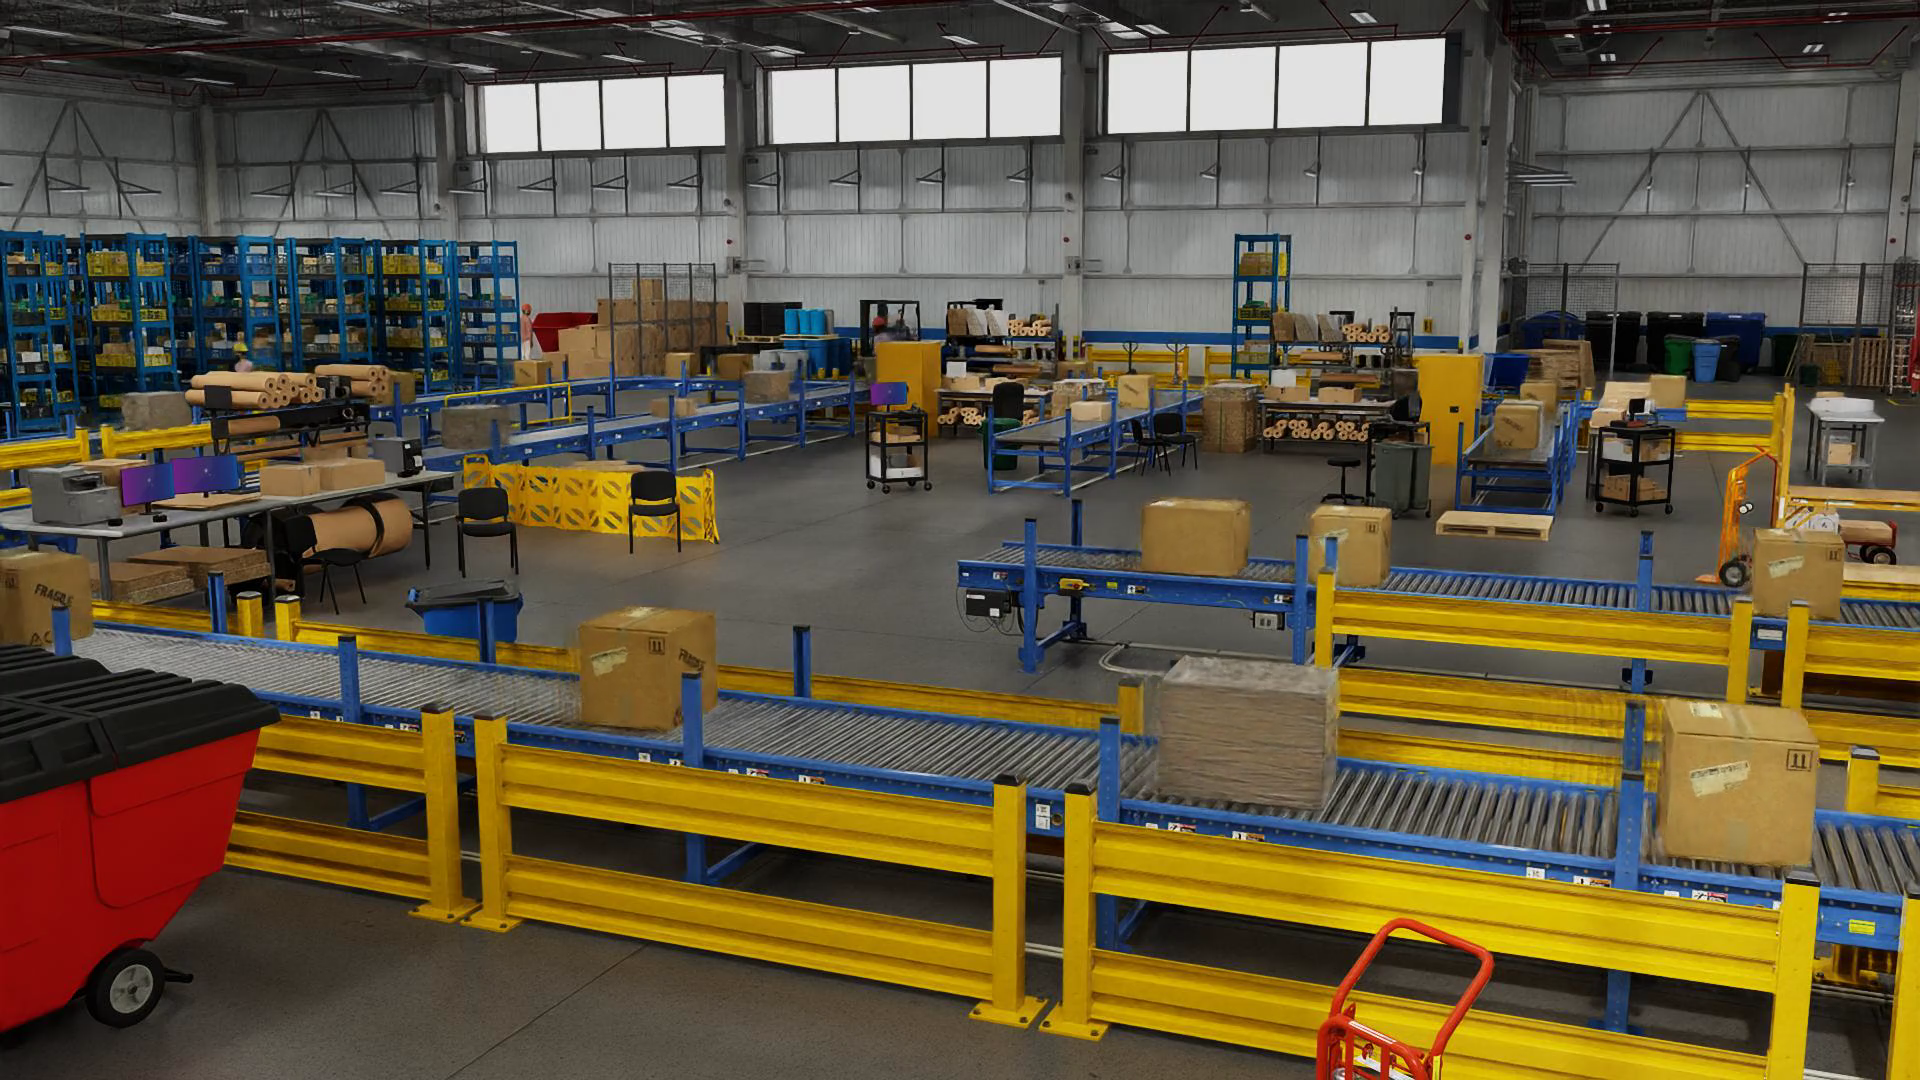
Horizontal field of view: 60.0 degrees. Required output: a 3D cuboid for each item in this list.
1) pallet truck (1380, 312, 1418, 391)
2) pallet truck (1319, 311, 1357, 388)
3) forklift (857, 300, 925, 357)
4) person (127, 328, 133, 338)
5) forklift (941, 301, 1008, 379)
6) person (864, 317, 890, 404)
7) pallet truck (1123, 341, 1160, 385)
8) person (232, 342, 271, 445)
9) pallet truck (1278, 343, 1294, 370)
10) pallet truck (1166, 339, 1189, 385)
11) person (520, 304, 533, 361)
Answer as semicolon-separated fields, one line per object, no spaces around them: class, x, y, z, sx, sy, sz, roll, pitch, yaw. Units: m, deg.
pallet truck;10.207;-4.283;38.369;0.823;1.965;1.885;3;10;20
pallet truck;9.071;-4.419;39.190;0.823;1.965;1.885;5;10;26
forklift;-1.732;-5.109;42.468;1.157;1.987;2.680;4;10;22
person;-18.450;-4.034;37.345;0.563;1.837;0.388;-2;9;-9
forklift;0.365;-4.966;41.571;1.157;1.987;2.680;3;10;20
person;-1.700;-3.553;33.963;1.031;1.984;0.630;3;10;15
pallet truck;4.445;-4.380;41.279;0.680;1.201;1.601;4;10;22
person;-12.058;-2.480;28.190;0.531;1.746;0.579;6;11;32
pallet truck;7.886;-4.163;39.743;0.653;1.274;1.630;4;10;22
pallet truck;5.418;-4.269;40.420;0.704;1.261;1.522;3;10;20
person;-11.880;-5.479;45.625;0.397;1.992;0.623;-8;13;-42
